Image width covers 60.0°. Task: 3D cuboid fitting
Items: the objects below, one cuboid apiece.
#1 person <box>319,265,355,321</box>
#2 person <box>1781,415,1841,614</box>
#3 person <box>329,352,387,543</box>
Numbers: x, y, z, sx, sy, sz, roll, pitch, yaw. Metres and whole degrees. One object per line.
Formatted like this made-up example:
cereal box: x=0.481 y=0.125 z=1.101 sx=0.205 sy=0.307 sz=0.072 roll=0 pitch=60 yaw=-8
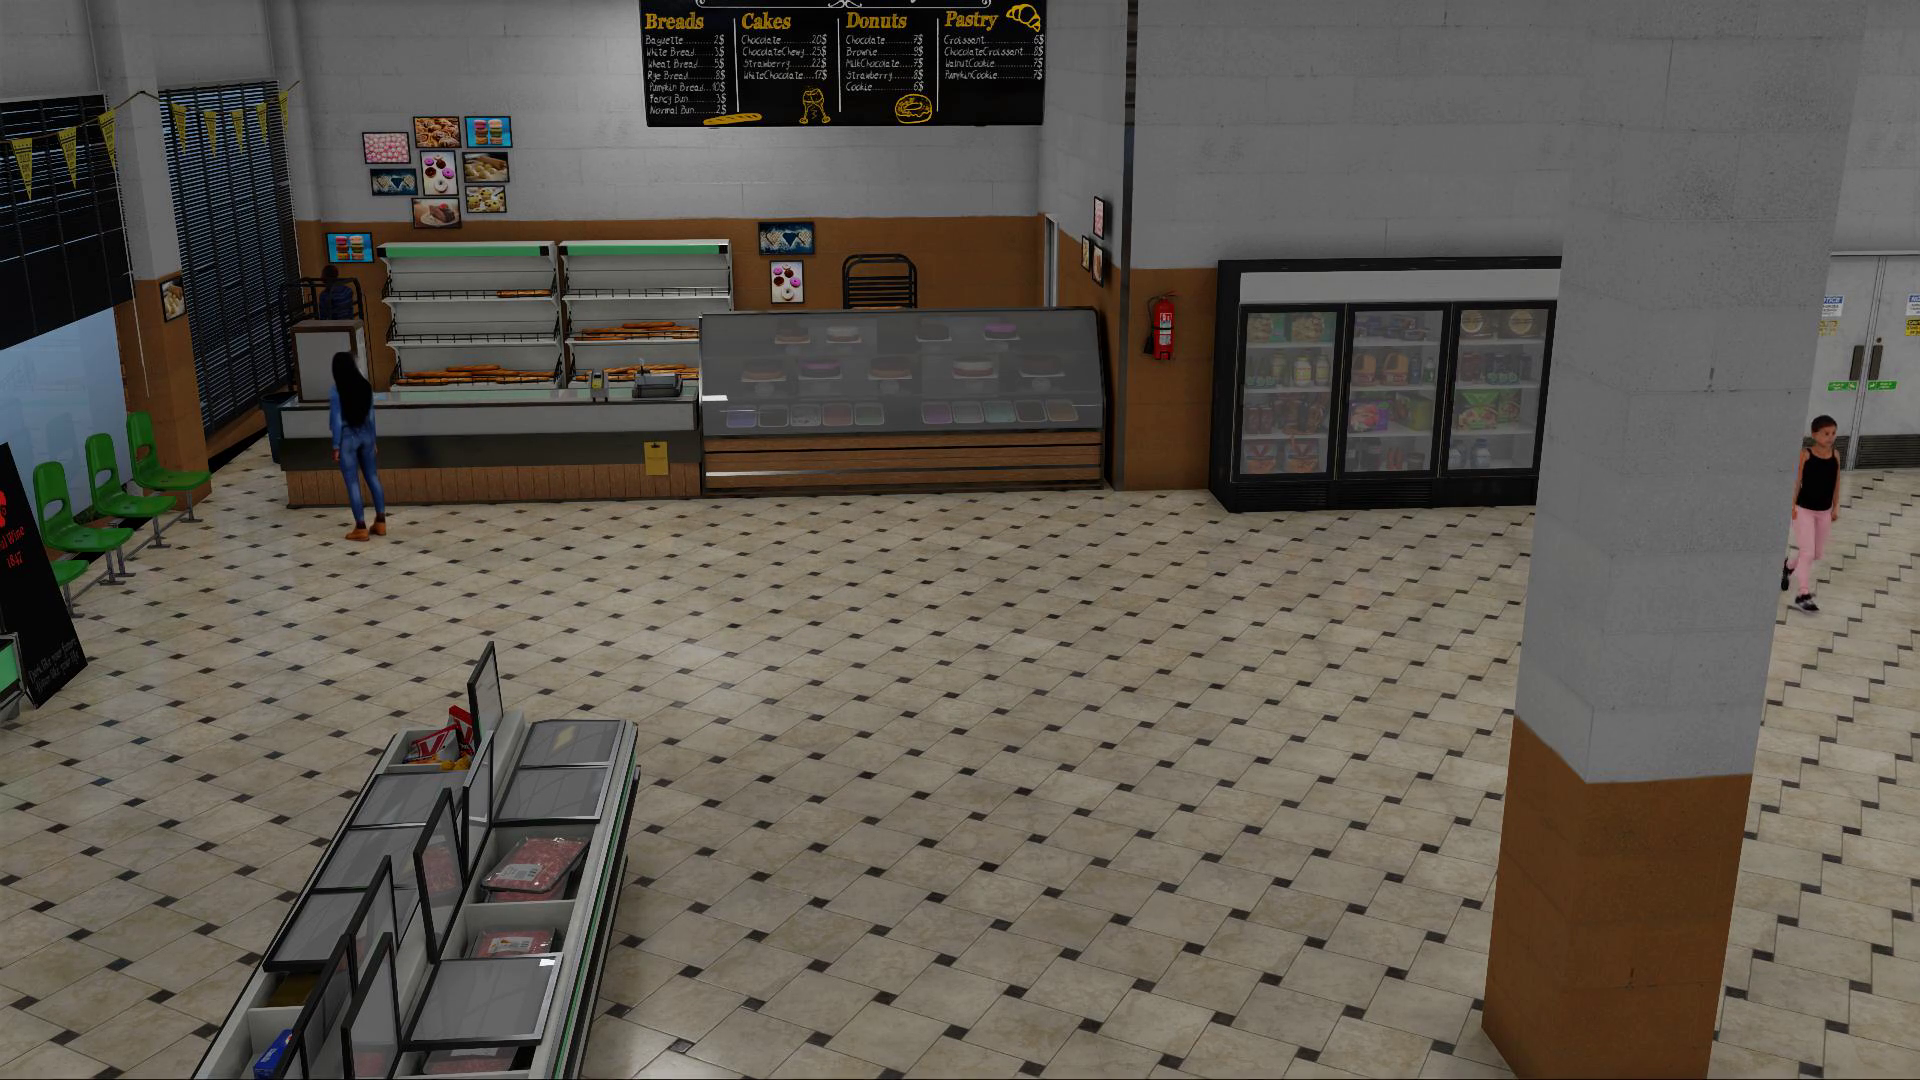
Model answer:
person: x=-7.382 y=-2.365 z=19.749 sx=0.827 sy=1.824 sz=0.706 roll=7 pitch=18 yaw=21
person: x=6.739 y=-0.234 z=13.219 sx=0.503 sy=1.541 sz=0.925 roll=-1 pitch=17 yaw=-5
person: x=-5.429 y=-0.849 z=14.950 sx=0.749 sy=1.711 sz=0.668 roll=11 pitch=20 yaw=32
